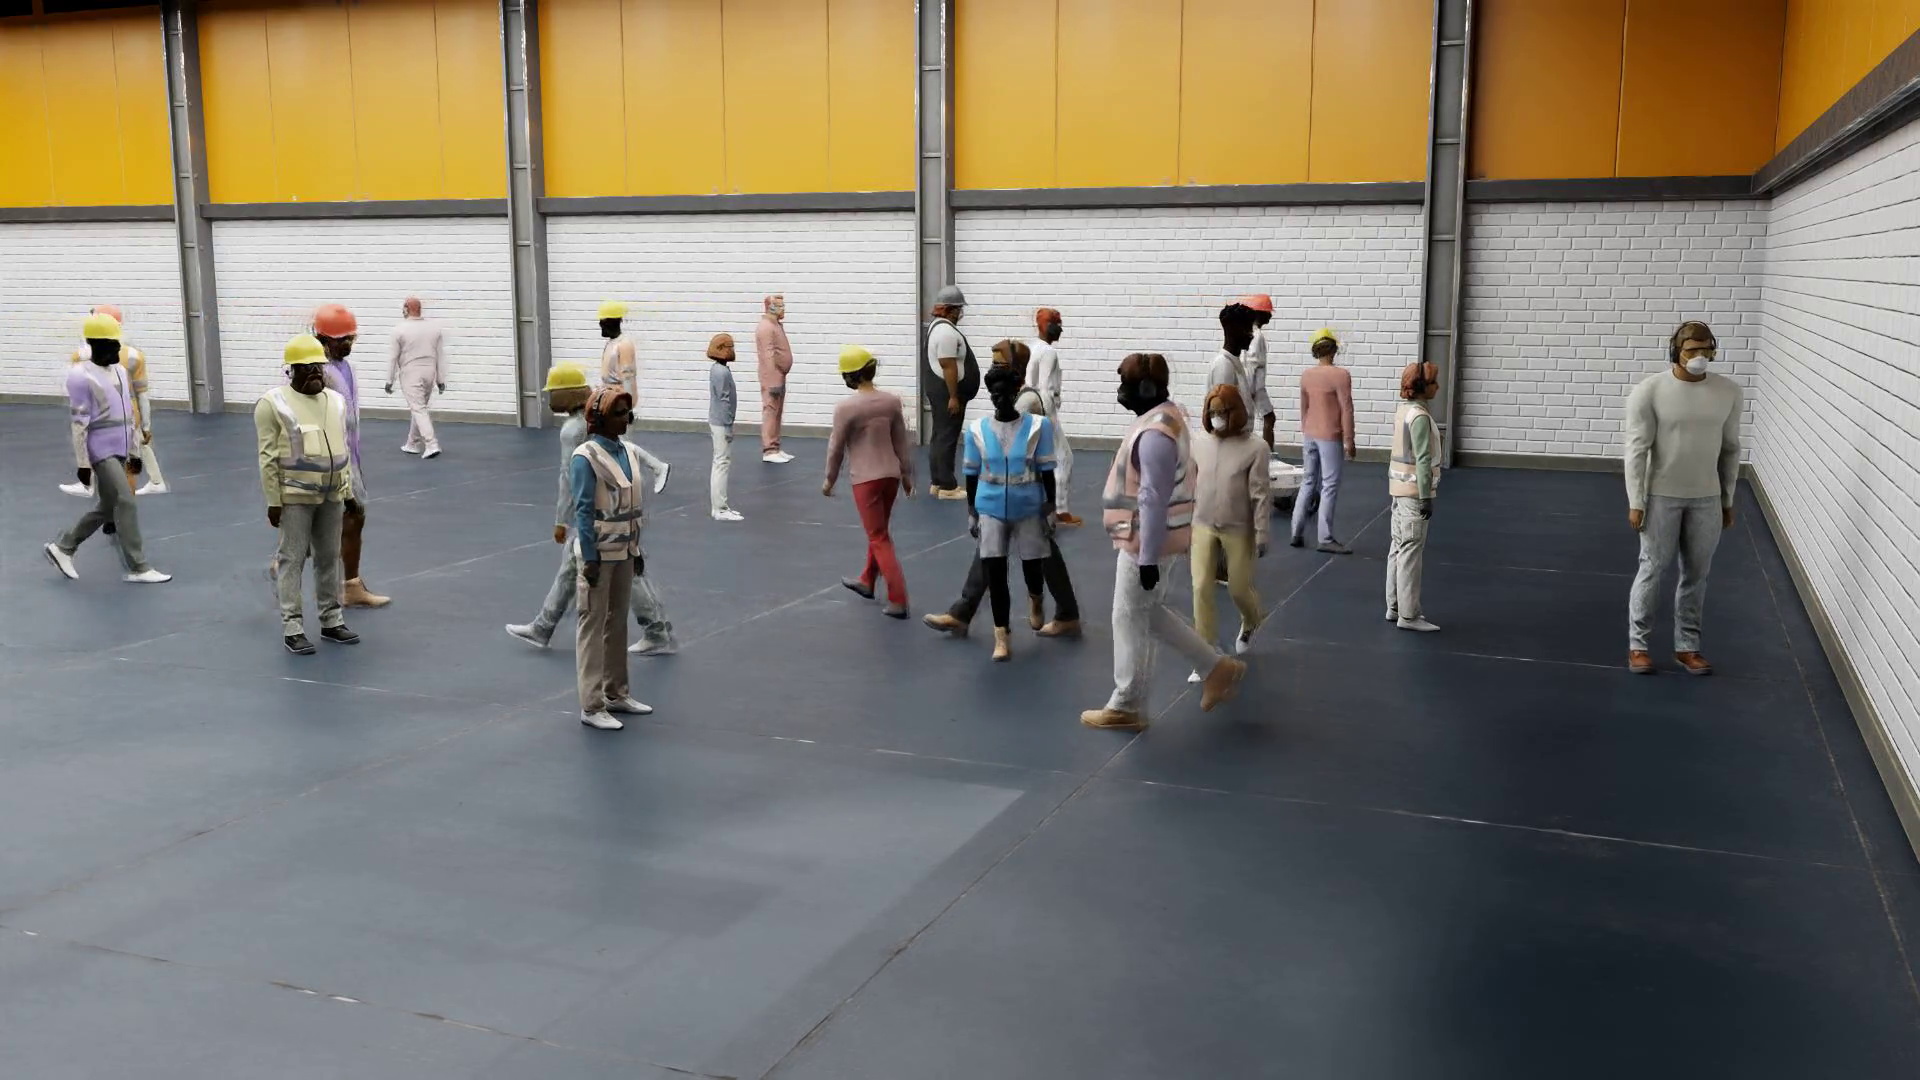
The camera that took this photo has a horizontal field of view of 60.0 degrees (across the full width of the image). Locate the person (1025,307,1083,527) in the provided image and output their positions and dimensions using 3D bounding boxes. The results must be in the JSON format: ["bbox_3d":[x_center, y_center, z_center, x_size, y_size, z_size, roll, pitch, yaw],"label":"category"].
[{"bbox_3d":[0.776,-1.023,14.061,0.705,1.862,0.605,-3,10,-17],"label":"person"}]

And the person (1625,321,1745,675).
[{"bbox_3d":[3.915,-0.221,9.042,0.630,1.930,0.378,0,9,-3],"label":"person"}]

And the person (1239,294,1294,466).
[{"bbox_3d":[3.257,-1.657,17.775,0.832,1.905,0.567,0,9,0],"label":"person"}]

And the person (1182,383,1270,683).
[{"bbox_3d":[1.455,-0.059,9.053,0.504,1.602,0.712,4,10,24],"label":"person"}]

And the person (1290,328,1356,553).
[{"bbox_3d":[2.804,-0.764,12.915,0.336,1.735,0.621,-5,11,-27],"label":"person"}]

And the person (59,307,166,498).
[{"bbox_3d":[-8.164,-1.315,15.946,0.957,1.826,0.494,-4,10,-23],"label":"person"}]

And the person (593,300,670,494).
[{"bbox_3d":[-3.160,-1.320,15.766,0.658,1.909,0.594,-5,10,-26],"label":"person"}]

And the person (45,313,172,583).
[{"bbox_3d":[-6.029,-0.634,11.625,0.870,1.901,0.592,0,9,2],"label":"person"}]

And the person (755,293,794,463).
[{"bbox_3d":[-2.095,-1.832,18.854,0.409,1.908,0.644,1,9,4],"label":"person"}]

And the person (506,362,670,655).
[{"bbox_3d":[-2.119,-0.165,9.425,0.992,1.674,0.501,0,9,2],"label":"person"}]

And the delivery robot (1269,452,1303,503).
[{"bbox_3d":[2.776,-0.536,14.797,0.707,0.478,0.477,-3,10,-15],"label":"delivery robot"}]

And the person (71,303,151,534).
[{"bbox_3d":[-6.886,-0.962,13.529,0.562,1.918,0.427,-5,11,-28],"label":"person"}]

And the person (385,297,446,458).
[{"bbox_3d":[-6.311,-1.883,19.329,0.997,1.865,0.651,8,12,39],"label":"person"}]

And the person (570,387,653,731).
[{"bbox_3d":[-1.697,0.081,8.061,0.314,1.641,0.515,3,10,19],"label":"person"}]

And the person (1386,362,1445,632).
[{"bbox_3d":[2.776,-0.267,10.173,0.308,1.641,0.514,0,9,0],"label":"person"}]

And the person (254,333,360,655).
[{"bbox_3d":[-3.744,-0.272,9.614,0.403,1.835,0.587,6,11,33],"label":"person"}]

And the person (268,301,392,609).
[{"bbox_3d":[-4.017,-0.507,10.533,0.627,2.004,0.677,1,9,4],"label":"person"}]

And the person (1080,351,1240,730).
[{"bbox_3d":[0.953,0.014,7.896,0.668,1.822,0.639,2,10,10],"label":"person"}]

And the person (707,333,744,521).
[{"bbox_3d":[-2.053,-0.989,14.567,0.294,1.632,0.513,-3,10,-16],"label":"person"}]

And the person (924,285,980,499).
[{"bbox_3d":[-0.072,-1.420,15.948,0.536,2.000,0.687,-2,10,-12],"label":"person"}]

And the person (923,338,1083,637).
[{"bbox_3d":[0.292,-0.291,9.856,0.970,1.794,0.511,-3,10,-16],"label":"person"}]

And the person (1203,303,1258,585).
[{"bbox_3d":[1.881,-0.674,11.654,0.362,1.962,0.613,2,10,10],"label":"person"}]

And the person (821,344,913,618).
[{"bbox_3d":[-0.612,-0.382,10.623,0.540,1.719,0.859,-9,13,-44],"label":"person"}]

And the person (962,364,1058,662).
[{"bbox_3d":[0.294,-0.171,9.468,0.560,1.676,0.563,2,10,9],"label":"person"}]
